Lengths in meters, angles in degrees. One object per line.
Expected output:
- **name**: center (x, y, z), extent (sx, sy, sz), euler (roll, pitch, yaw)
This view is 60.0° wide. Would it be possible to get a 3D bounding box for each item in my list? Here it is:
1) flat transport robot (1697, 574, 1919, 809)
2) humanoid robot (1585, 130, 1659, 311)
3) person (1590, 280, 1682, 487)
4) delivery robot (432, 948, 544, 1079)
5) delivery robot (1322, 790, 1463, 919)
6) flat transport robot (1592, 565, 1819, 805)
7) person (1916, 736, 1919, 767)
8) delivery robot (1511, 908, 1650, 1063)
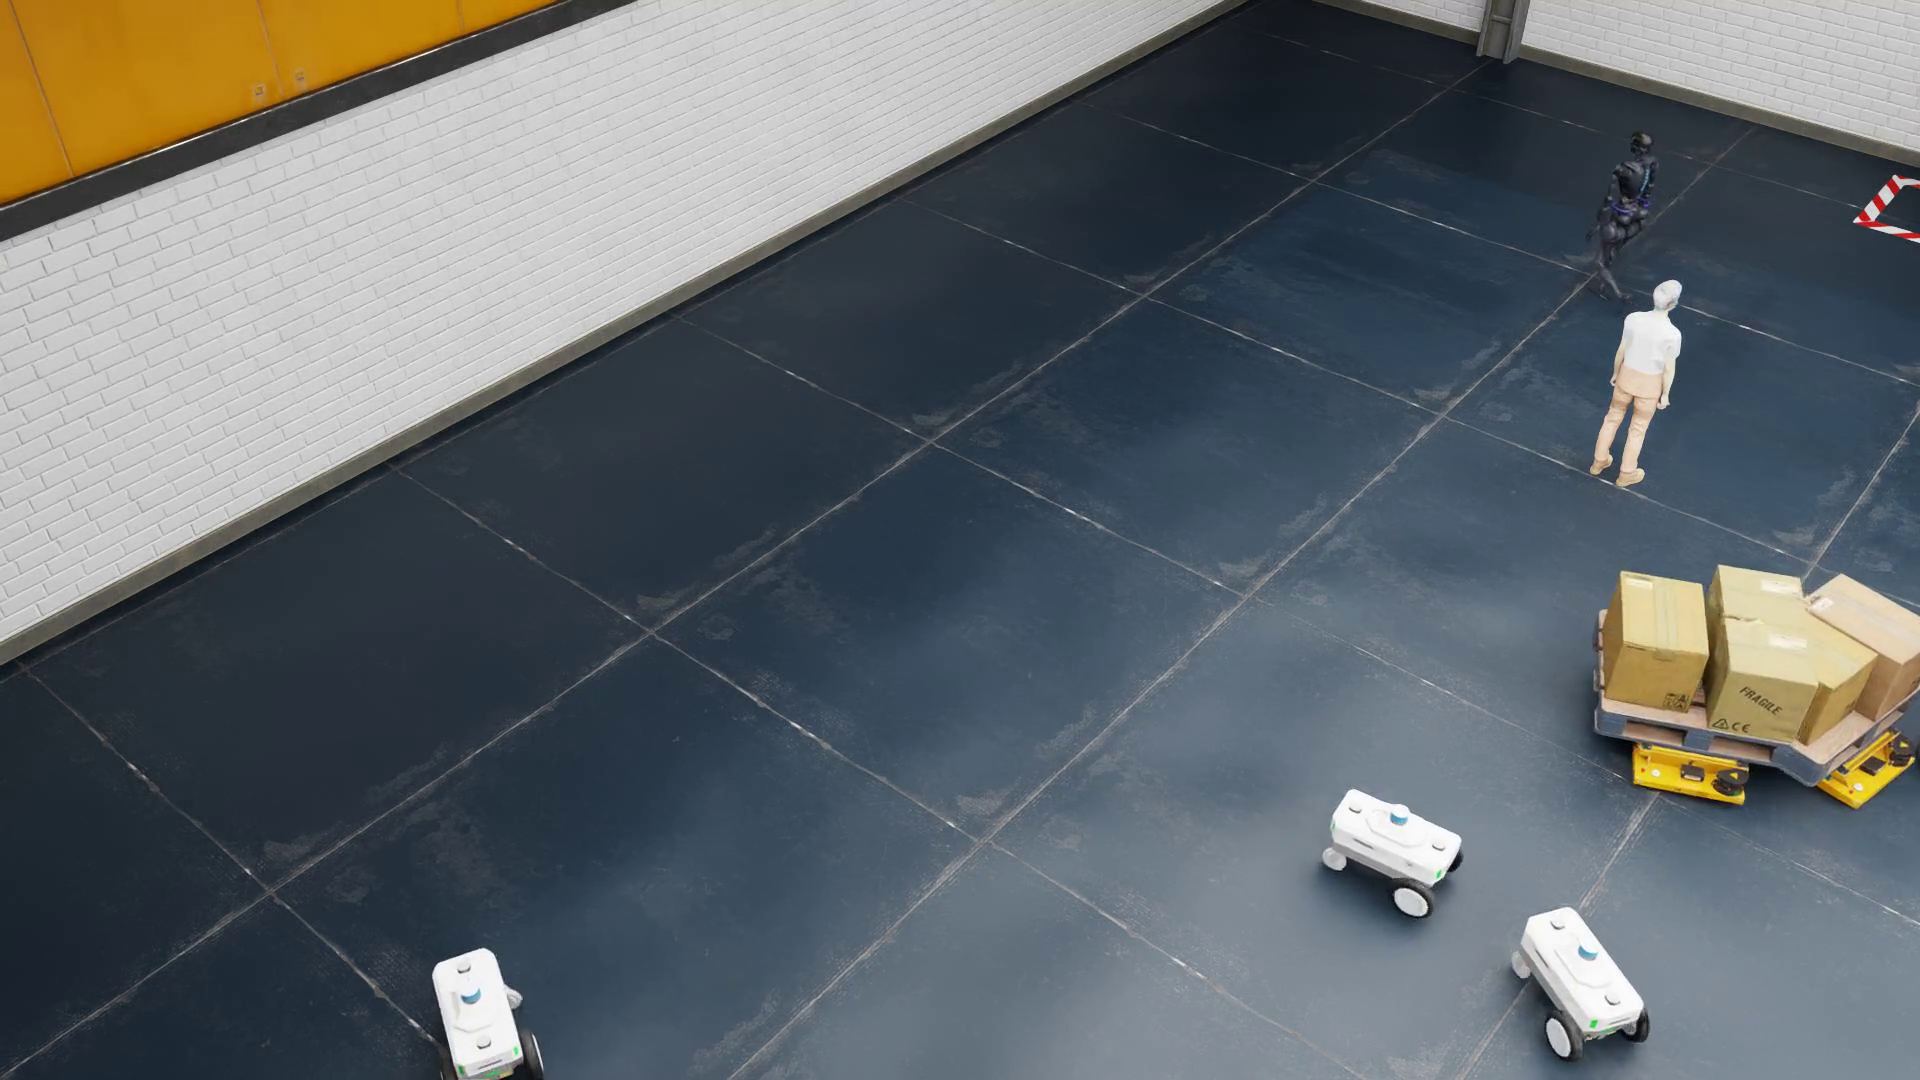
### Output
- **flat transport robot**: center (5.399, 1.138, 10.874), extent (0.659, 0.231, 1.431), euler (-25, 45, -28)
- **humanoid robot**: center (5.904, -2.810, 14.659), extent (0.596, 1.635, 0.536), euler (-18, 42, -21)
- **person**: center (5.154, -1.191, 12.586), extent (0.321, 1.747, 0.474), euler (-30, 47, -32)
- **delivery robot**: center (-2.538, 2.596, 8.852), extent (0.525, 0.614, 0.786), euler (-16, 41, -19)
- **delivery robot**: center (2.564, 1.803, 9.816), extent (0.785, 0.589, 0.499), euler (23, 44, 26)
- **flat transport robot**: center (4.752, 1.110, 10.908), extent (0.659, 0.231, 1.431), euler (10, 40, 12)
- **person**: center (6.358, 0.584, 10.326), extent (0.591, 1.811, 0.778), euler (20, 43, 23)
- **delivery robot**: center (3.384, 2.425, 9.064), extent (0.499, 0.614, 0.791), euler (-11, 40, -13)
